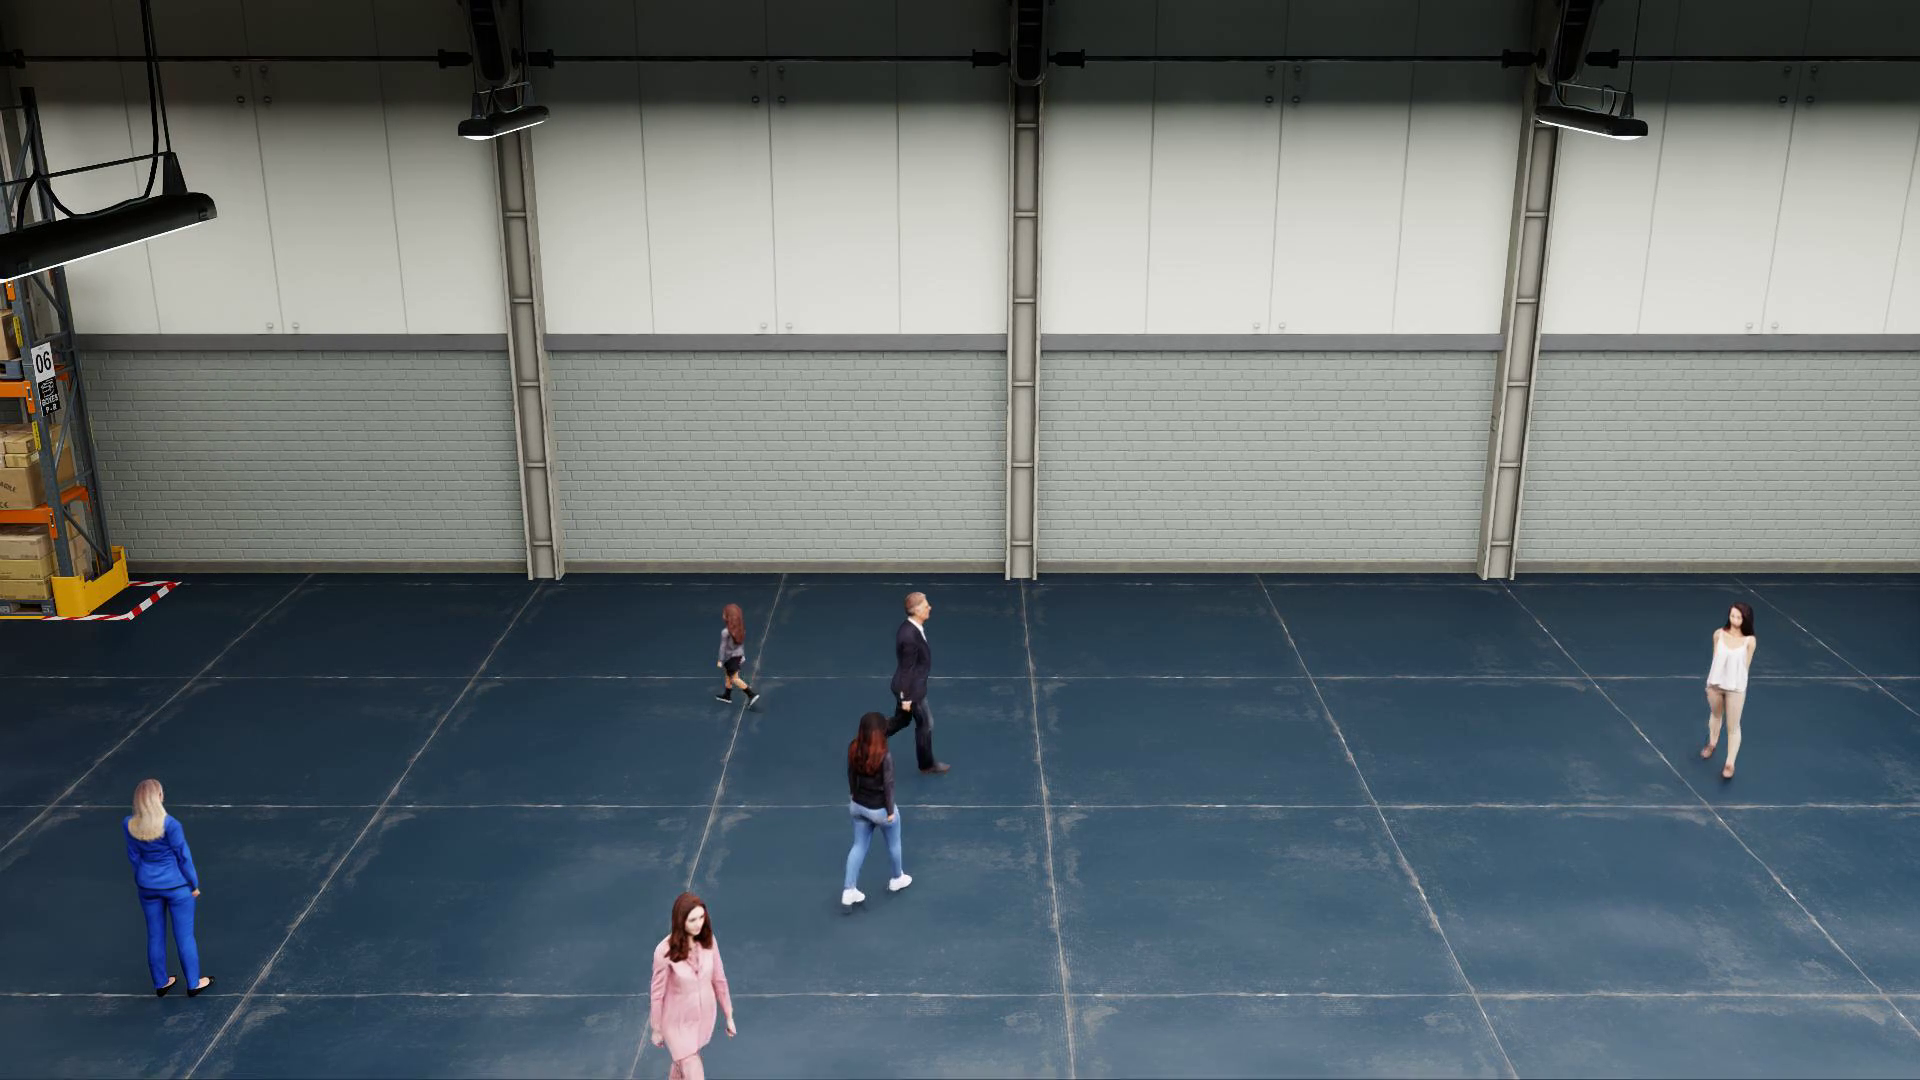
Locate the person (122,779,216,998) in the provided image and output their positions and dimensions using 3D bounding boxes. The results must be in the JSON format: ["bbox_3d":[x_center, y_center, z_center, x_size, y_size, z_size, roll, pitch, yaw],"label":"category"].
[{"bbox_3d":[-5.731,2.507,11.976,0.508,1.700,0.696,2,18,6],"label":"person"}]

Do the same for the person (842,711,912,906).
[{"bbox_3d":[-0.741,2.149,13.206,1.027,1.619,1.016,12,21,32],"label":"person"}]

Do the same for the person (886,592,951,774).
[{"bbox_3d":[-0.547,1.350,15.390,1.134,1.787,0.756,-2,18,-6],"label":"person"}]

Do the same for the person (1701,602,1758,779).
[{"bbox_3d":[7.114,1.388,15.498,0.878,1.646,0.876,-14,22,-36],"label":"person"}]

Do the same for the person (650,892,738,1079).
[{"bbox_3d":[-1.743,2.989,10.410,1.141,1.754,1.162,-15,23,-39],"label":"person"}]

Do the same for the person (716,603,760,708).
[{"bbox_3d":[-2.281,1.192,16.995,0.832,1.092,0.654,7,19,22],"label":"person"}]
